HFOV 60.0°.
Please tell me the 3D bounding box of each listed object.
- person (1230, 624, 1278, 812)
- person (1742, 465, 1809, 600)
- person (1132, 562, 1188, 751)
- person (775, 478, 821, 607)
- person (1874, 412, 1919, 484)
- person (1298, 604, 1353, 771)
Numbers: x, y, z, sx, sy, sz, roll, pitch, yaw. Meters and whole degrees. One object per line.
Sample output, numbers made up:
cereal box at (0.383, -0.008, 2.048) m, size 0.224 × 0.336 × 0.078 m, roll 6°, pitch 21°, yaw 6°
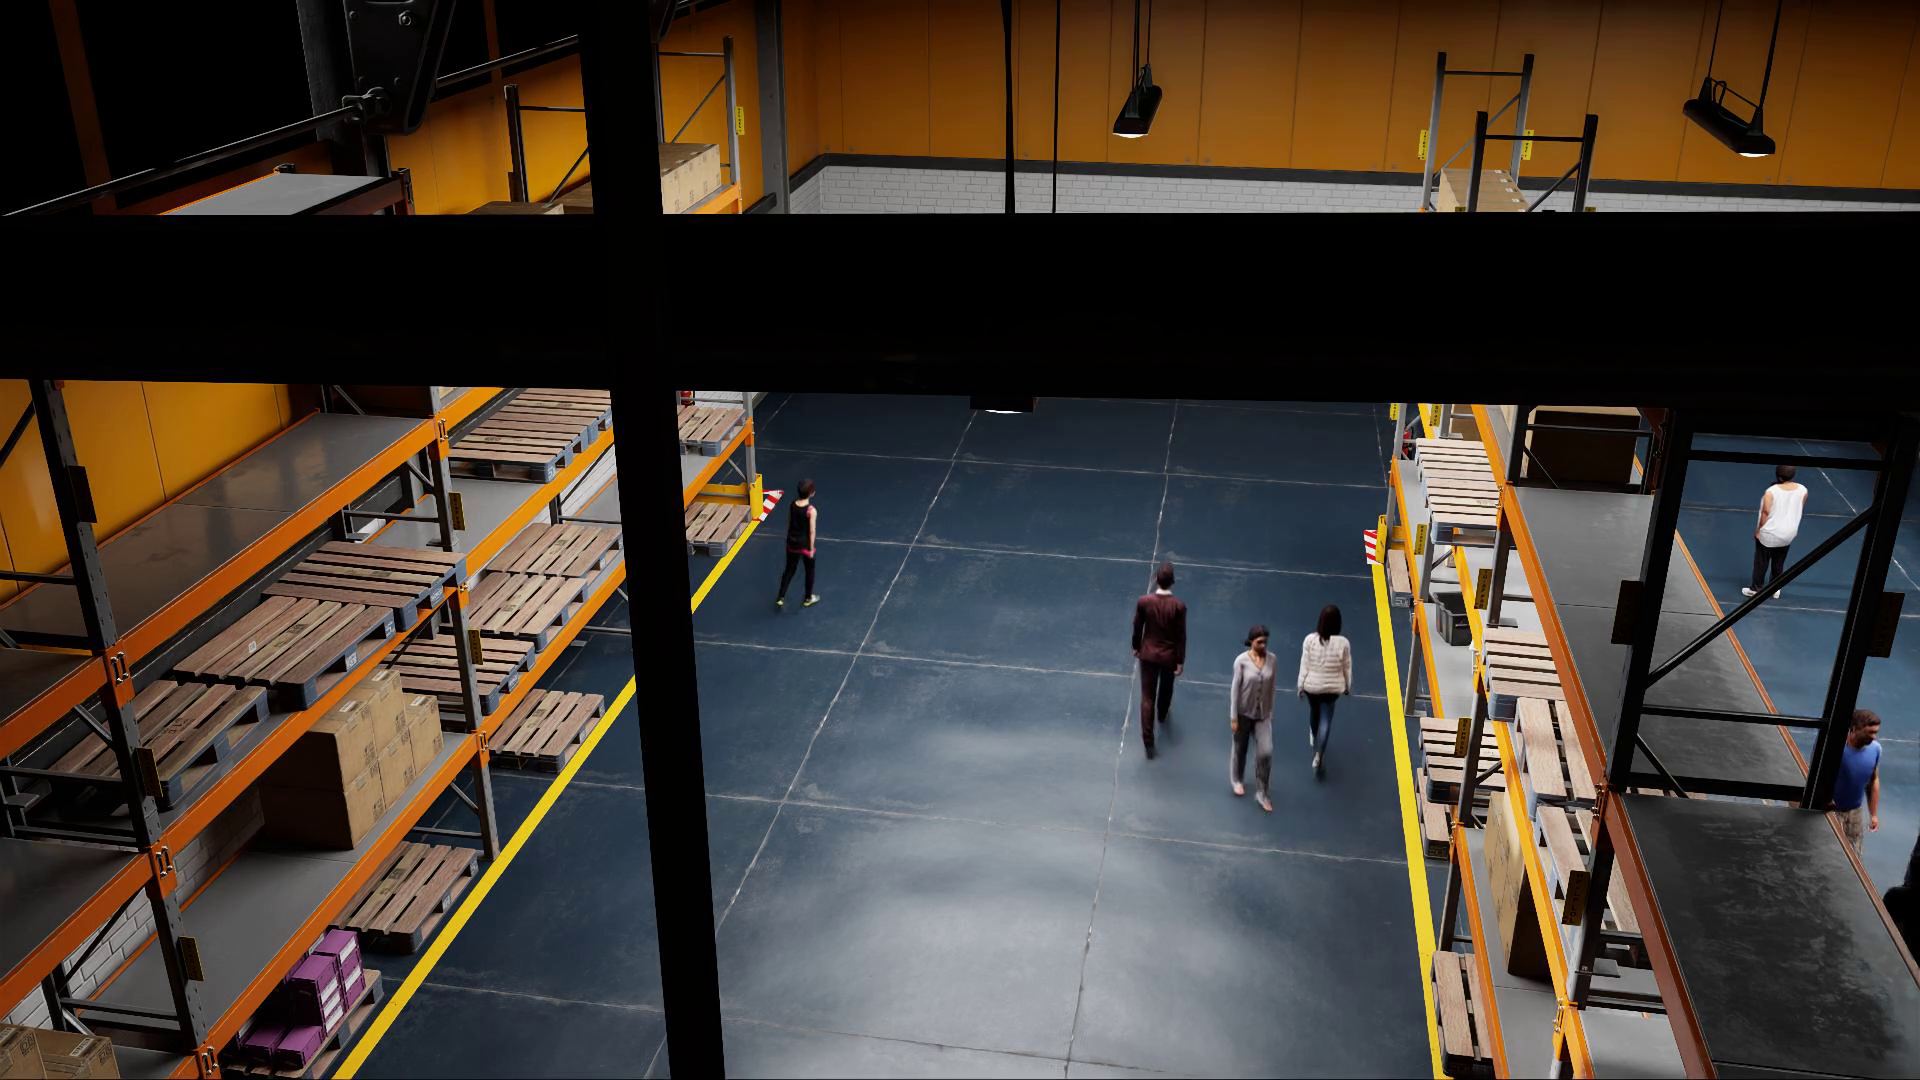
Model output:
person at (2.630, 1.543, 15.215) m, size 0.756 × 1.754 × 0.922 m, roll -3°, pitch 24°, yaw -7°
person at (9.367, -0.126, 19.118) m, size 0.721 × 1.687 × 0.701 m, roll -2°, pitch 24°, yaw -5°
person at (1.908, 1.162, 16.014) m, size 0.721 × 1.814 × 1.195 m, roll 5°, pitch 24°, yaw 12°
person at (-1.848, 0.068, 18.880) m, size 0.754 × 1.523 × 0.892 m, roll 13°, pitch 27°, yaw 27°
person at (12.487, -1.416, 22.141) m, size 0.669 × 1.630 × 0.949 m, roll 8°, pitch 25°, yaw 17°
person at (3.430, 1.412, 15.702) m, size 0.705 × 1.604 × 1.070 m, roll 7°, pitch 25°, yaw 15°
